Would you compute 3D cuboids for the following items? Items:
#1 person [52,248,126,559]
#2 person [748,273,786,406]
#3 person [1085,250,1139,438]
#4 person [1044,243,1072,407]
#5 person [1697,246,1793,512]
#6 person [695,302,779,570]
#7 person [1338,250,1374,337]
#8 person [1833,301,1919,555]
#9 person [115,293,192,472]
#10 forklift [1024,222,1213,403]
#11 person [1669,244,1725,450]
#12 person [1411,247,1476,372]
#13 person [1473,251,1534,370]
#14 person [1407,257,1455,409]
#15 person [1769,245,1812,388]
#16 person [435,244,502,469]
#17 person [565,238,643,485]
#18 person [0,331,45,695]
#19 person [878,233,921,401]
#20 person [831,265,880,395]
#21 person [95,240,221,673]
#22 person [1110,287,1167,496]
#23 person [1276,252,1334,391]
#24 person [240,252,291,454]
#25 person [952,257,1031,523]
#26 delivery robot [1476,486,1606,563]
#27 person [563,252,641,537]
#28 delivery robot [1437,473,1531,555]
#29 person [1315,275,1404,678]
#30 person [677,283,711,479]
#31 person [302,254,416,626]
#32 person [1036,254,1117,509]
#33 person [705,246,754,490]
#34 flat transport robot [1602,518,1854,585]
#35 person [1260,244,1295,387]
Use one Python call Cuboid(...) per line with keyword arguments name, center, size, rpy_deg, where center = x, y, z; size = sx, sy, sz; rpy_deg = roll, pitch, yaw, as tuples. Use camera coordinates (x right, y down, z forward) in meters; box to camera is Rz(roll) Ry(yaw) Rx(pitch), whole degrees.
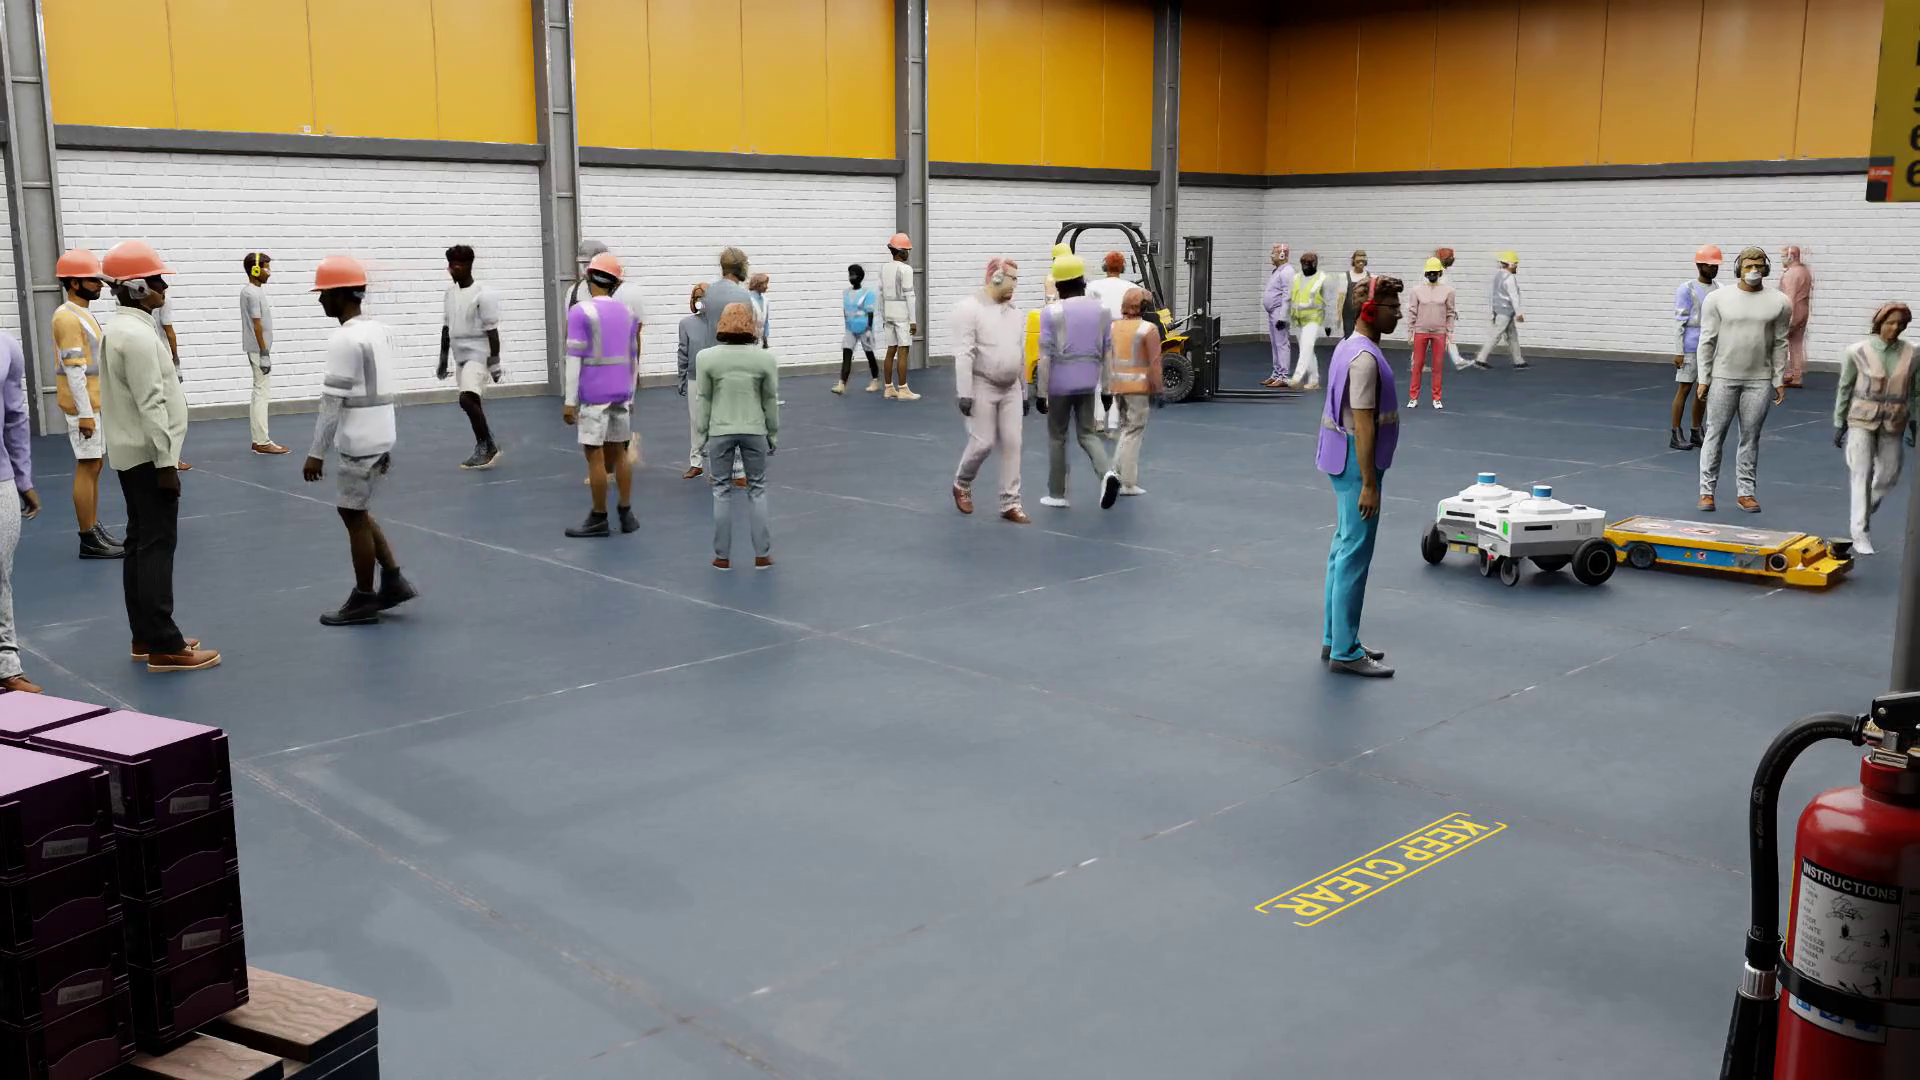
Cuboid(name="person", center=(-5.462, -0.849, 10.454), size=(0.355, 1.939, 0.543), rpy_deg=(-4, 11, -20))
Cuboid(name="person", center=(-2.495, -2.358, 19.666), size=(0.845, 1.577, 0.550), rpy_deg=(5, 11, 23))
Cuboid(name="person", center=(1.518, -1.973, 16.768), size=(0.624, 1.864, 0.599), rpy_deg=(0, 10, -1))
Cuboid(name="person", center=(1.182, -2.532, 19.661), size=(0.362, 1.928, 0.587), rpy_deg=(4, 11, 20))
Cuboid(name="person", center=(5.727, -1.168, 12.191), size=(0.627, 1.941, 0.371), rpy_deg=(2, 11, 12))
Cuboid(name="person", center=(-1.346, -0.621, 10.069), size=(0.499, 1.626, 0.282), rpy_deg=(-2, 11, -13))
Cuboid(name="person", center=(5.364, -2.992, 22.467), size=(0.522, 1.821, 0.747), rpy_deg=(1, 10, 4))
Cuboid(name="person", center=(5.899, -0.737, 10.732), size=(0.529, 1.618, 0.630), rpy_deg=(2, 11, 12))
Cuboid(name="person", center=(-6.906, -1.498, 14.194), size=(0.532, 1.864, 0.312), rpy_deg=(1, 10, 3))
Cuboid(name="forklift", center=(1.935, -2.847, 20.651), size=(2.313, 2.155, 1.214), rpy_deg=(2, 11, 13))
Cuboid(name="person", center=(7.007, -1.813, 15.713), size=(0.553, 1.935, 0.363), rpy_deg=(-4, 11, -19))
Cuboid(name="person", center=(7.196, -3.404, 24.672), size=(0.975, 1.829, 0.582), rpy_deg=(2, 11, 12))
Cuboid(name="person", center=(8.169, -3.430, 24.936), size=(0.922, 1.792, 0.585), rpy_deg=(1, 10, 5))
Cuboid(name="person", center=(5.501, -2.412, 19.449), size=(0.533, 1.767, 0.326), rpy_deg=(3, 11, 13))
Cuboid(name="person", center=(10.968, -2.940, 22.003), size=(0.663, 1.887, 0.505), rpy_deg=(-9, 13, -39))
Cuboid(name="person", center=(-4.236, -1.564, 14.333), size=(0.628, 1.948, 0.470), rpy_deg=(9, 14, 41))
Cuboid(name="person", center=(-2.896, -1.501, 13.731), size=(0.694, 2.000, 0.823), rpy_deg=(5, 11, 24))
Cuboid(name="person", center=(-4.226, -0.225, 7.051), size=(0.373, 1.940, 0.629), rpy_deg=(7, 12, 32))
Cuboid(name="person", center=(-0.736, -2.730, 20.424), size=(0.373, 2.042, 0.614), rpy_deg=(-9, 14, -40))
Cuboid(name="person", center=(-1.314, -2.686, 21.255), size=(0.544, 1.647, 0.861), rpy_deg=(7, 12, 33))
Cuboid(name="person", center=(-3.772, -0.383, 7.753), size=(0.376, 1.997, 0.612), rpy_deg=(-8, 13, -37))
Cuboid(name="person", center=(1.358, -1.145, 12.942), size=(0.384, 1.624, 0.521), rpy_deg=(-8, 13, -37))
Cuboid(name="person", center=(4.412, -2.805, 21.525), size=(0.990, 1.788, 0.621), rpy_deg=(-8, 13, -37))
Cuboid(name="person", center=(-6.480, -1.725, 15.447), size=(0.329, 1.861, 0.508), rpy_deg=(-6, 12, -29))
Cuboid(name="person", center=(0.242, -1.060, 11.820), size=(0.681, 1.876, 0.662), rpy_deg=(-8, 13, -36))
Cuboid(name="delivery robot", center=(3.398, -0.074, 9.746), size=(0.707, 0.478, 0.477), rpy_deg=(-3, 11, -14))
Cuboid(name="person", center=(-2.408, -0.960, 11.174), size=(0.357, 1.908, 0.626), rpy_deg=(7, 13, 34))
Cuboid(name="delivery robot", center=(3.246, -0.172, 10.283), size=(0.477, 0.478, 0.707), rpy_deg=(9, 14, 40))
Cuboid(name="person", center=(1.841, -0.300, 7.714), size=(0.375, 1.841, 0.575), rpy_deg=(1, 10, 7))
Cuboid(name="person", center=(-2.103, -1.315, 13.825), size=(0.509, 1.632, 0.267), rpy_deg=(2, 11, 11))
Cuboid(name="person", center=(-3.134, -0.502, 8.591), size=(0.406, 1.927, 0.568), rpy_deg=(-1, 10, -3))
Cuboid(name="person", center=(0.843, -1.140, 12.163), size=(0.602, 1.893, 0.748), rpy_deg=(-5, 11, -24))
Cuboid(name="person", center=(-1.818, -1.364, 13.288), size=(0.370, 1.929, 0.659), rpy_deg=(-7, 12, -33))
Cuboid(name="flat transport robot", center=(4.582, 0.046, 10.124), size=(1.431, 0.197, 0.652), rpy_deg=(9, 13, 39))
Cuboid(name="person", center=(4.255, -2.997, 22.257), size=(0.408, 1.908, 0.641), rpy_deg=(0, 10, -3))
